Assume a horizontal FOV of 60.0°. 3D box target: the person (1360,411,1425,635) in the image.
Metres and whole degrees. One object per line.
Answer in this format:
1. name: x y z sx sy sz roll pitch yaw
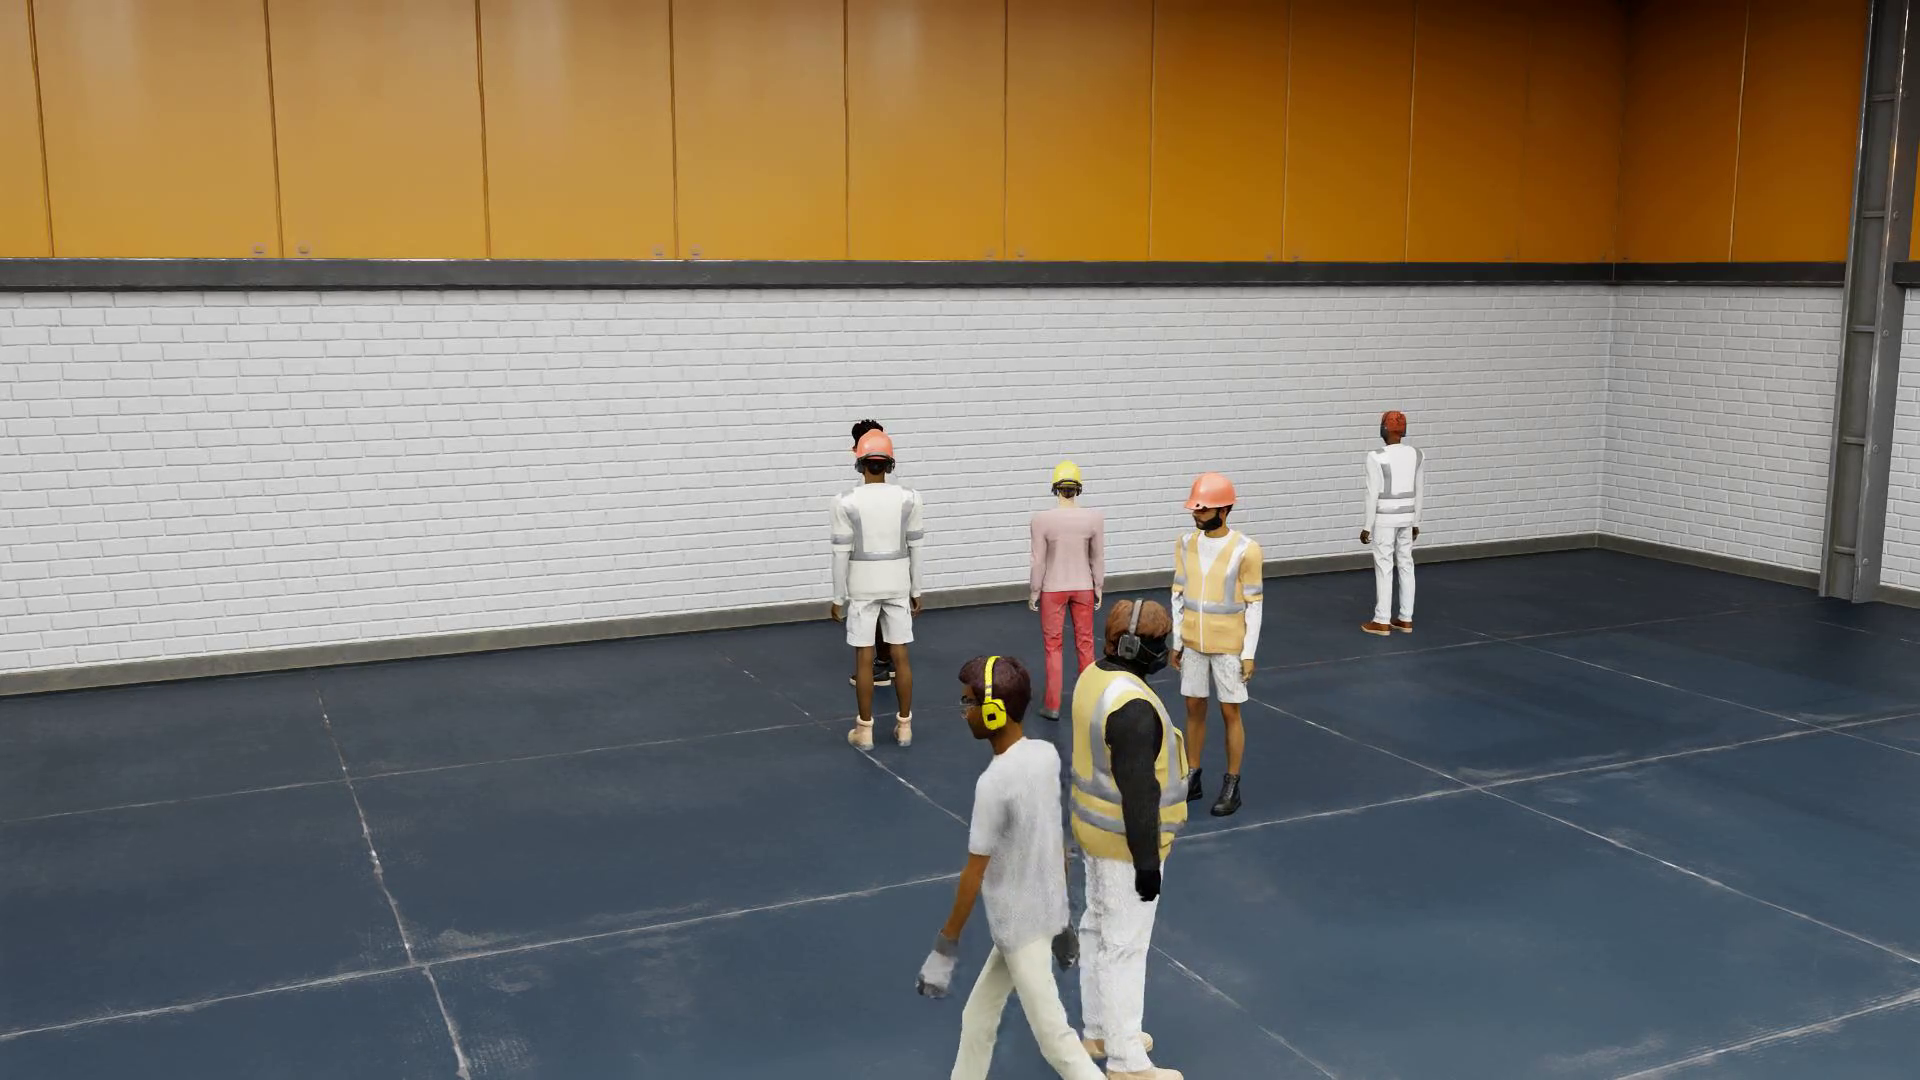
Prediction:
1. person: 3.612 -0.140 13.928 0.574 1.882 0.358 -4 10 -23

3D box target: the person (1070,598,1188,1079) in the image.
1. person: 0.632 1.125 6.221 0.430 1.839 0.619 -2 9 -10

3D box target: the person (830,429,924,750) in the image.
1. person: -0.532 0.316 10.597 0.605 2.045 0.383 -3 10 -16

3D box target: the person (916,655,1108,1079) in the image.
1. person: 0.198 1.273 5.402 0.997 1.814 0.546 3 10 18

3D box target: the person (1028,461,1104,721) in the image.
1. person: 0.716 0.344 11.286 0.533 1.767 0.326 -2 9 -13

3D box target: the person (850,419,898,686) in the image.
1. person: -0.628 0.093 12.230 0.374 1.962 0.608 2 9 13

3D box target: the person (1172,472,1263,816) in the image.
1. person: 1.413 0.578 9.314 0.547 1.934 0.376 7 12 38
